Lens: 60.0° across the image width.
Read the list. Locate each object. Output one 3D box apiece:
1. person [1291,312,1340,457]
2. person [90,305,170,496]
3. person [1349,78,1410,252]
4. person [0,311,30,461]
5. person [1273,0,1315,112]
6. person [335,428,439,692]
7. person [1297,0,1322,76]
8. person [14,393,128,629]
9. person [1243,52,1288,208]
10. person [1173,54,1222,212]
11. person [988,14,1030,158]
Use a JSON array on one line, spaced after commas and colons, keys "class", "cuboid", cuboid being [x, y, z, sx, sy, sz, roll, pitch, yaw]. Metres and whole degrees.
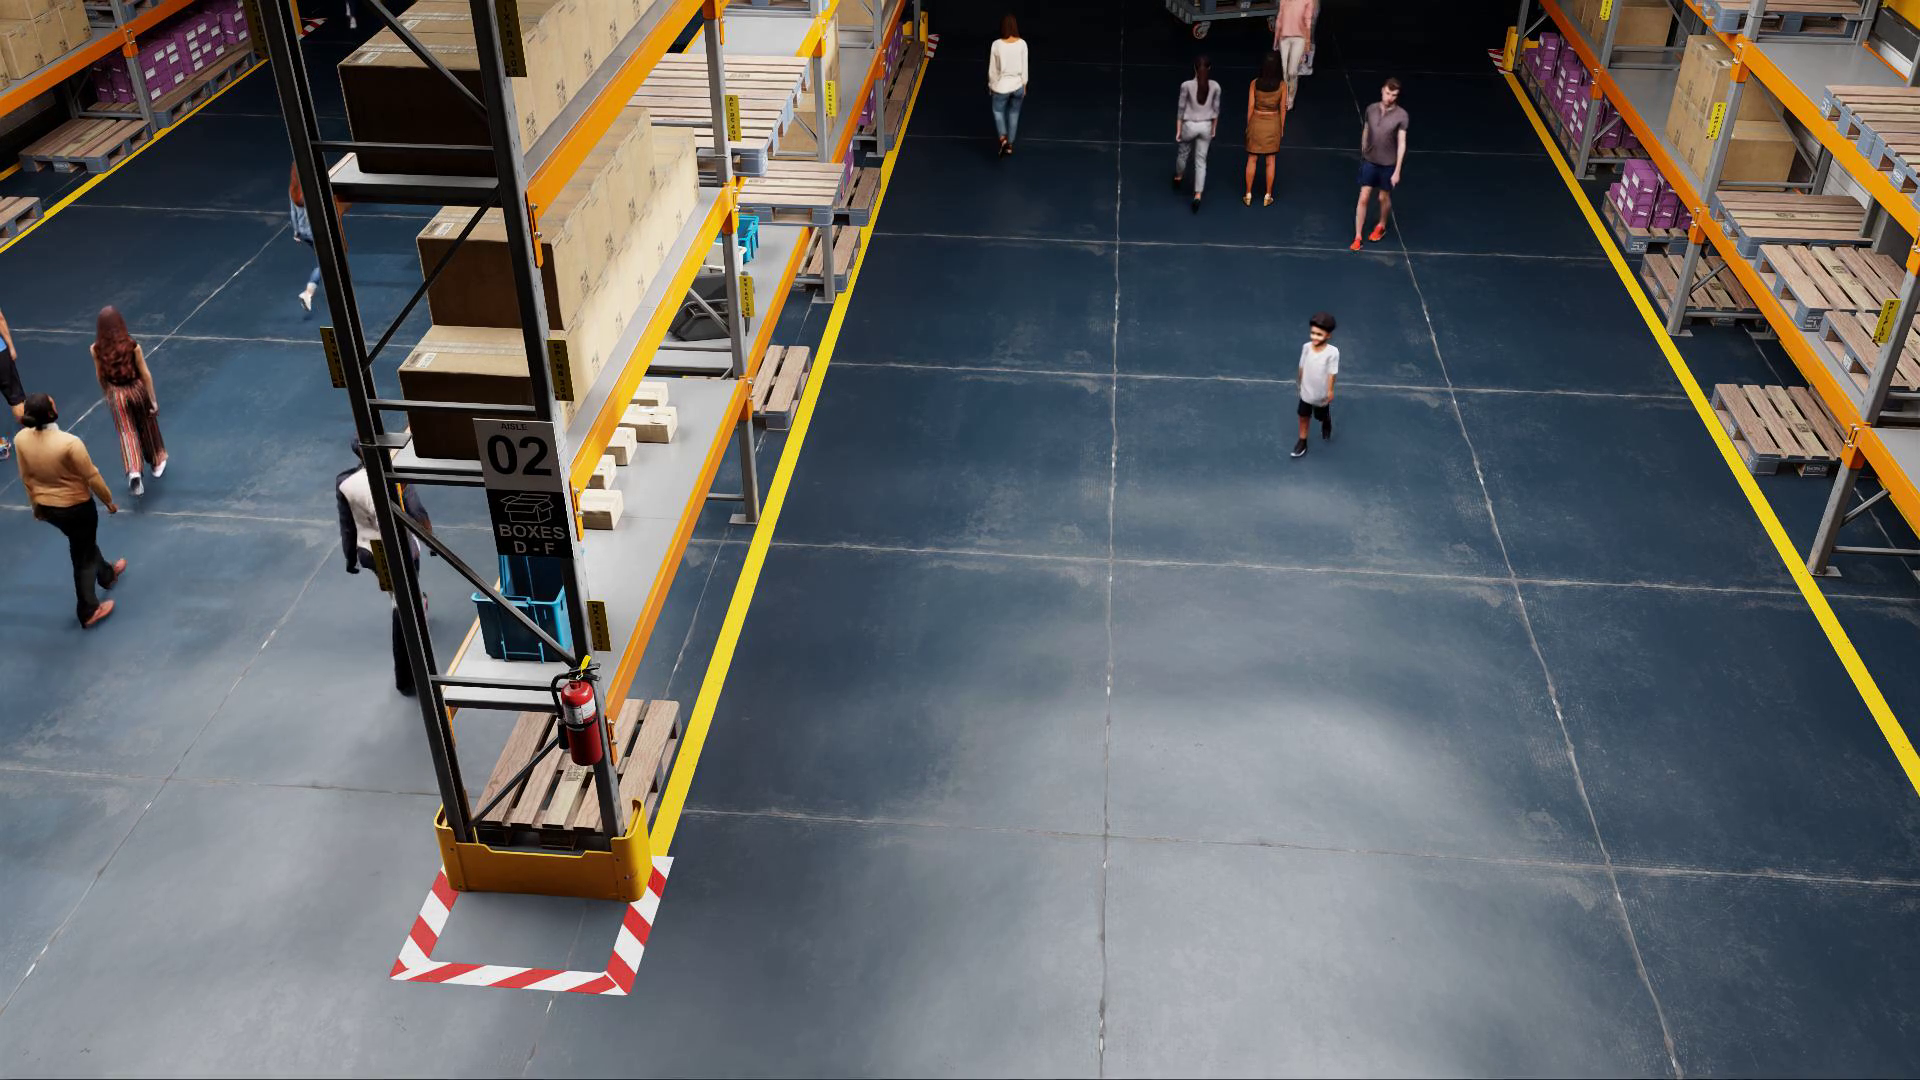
[{"class": "person", "cuboid": [2.958, -1.299, 13.685, 0.678, 1.248, 0.817, 19, 38, 27]}, {"class": "person", "cuboid": [-6.559, -1.088, 13.099, 0.763, 1.546, 1.027, -7, 34, -11]}, {"class": "person", "cuboid": [4.344, -3.893, 17.079, 0.952, 1.811, 1.143, 23, 40, 31]}, {"class": "person", "cuboid": [-7.918, -1.523, 13.464, 0.680, 1.866, 0.674, -8, 34, -12]}, {"class": "person", "cuboid": [4.177, -6.229, 20.681, 0.739, 1.714, 0.770, 22, 39, 29]}, {"class": "person", "cuboid": [-3.780, 0.152, 10.959, 0.721, 1.849, 1.134, 2, 34, 3]}, {"class": "person", "cuboid": [4.612, -6.983, 21.824, 0.668, 1.704, 0.555, -4, 34, -6]}, {"class": "person", "cuboid": [-6.247, -0.170, 11.556, 0.744, 1.725, 1.007, 6, 34, 9]}, {"class": "person", "cuboid": [3.297, -4.444, 18.017, 0.580, 1.690, 0.522, 6, 34, 8]}, {"class": "person", "cuboid": [2.565, -4.349, 17.933, 0.727, 1.625, 1.122, -2, 34, -3]}, {"class": "person", "cuboid": [0.567, -5.173, 19.136, 0.696, 1.666, 0.836, -3, 34, -4]}]
